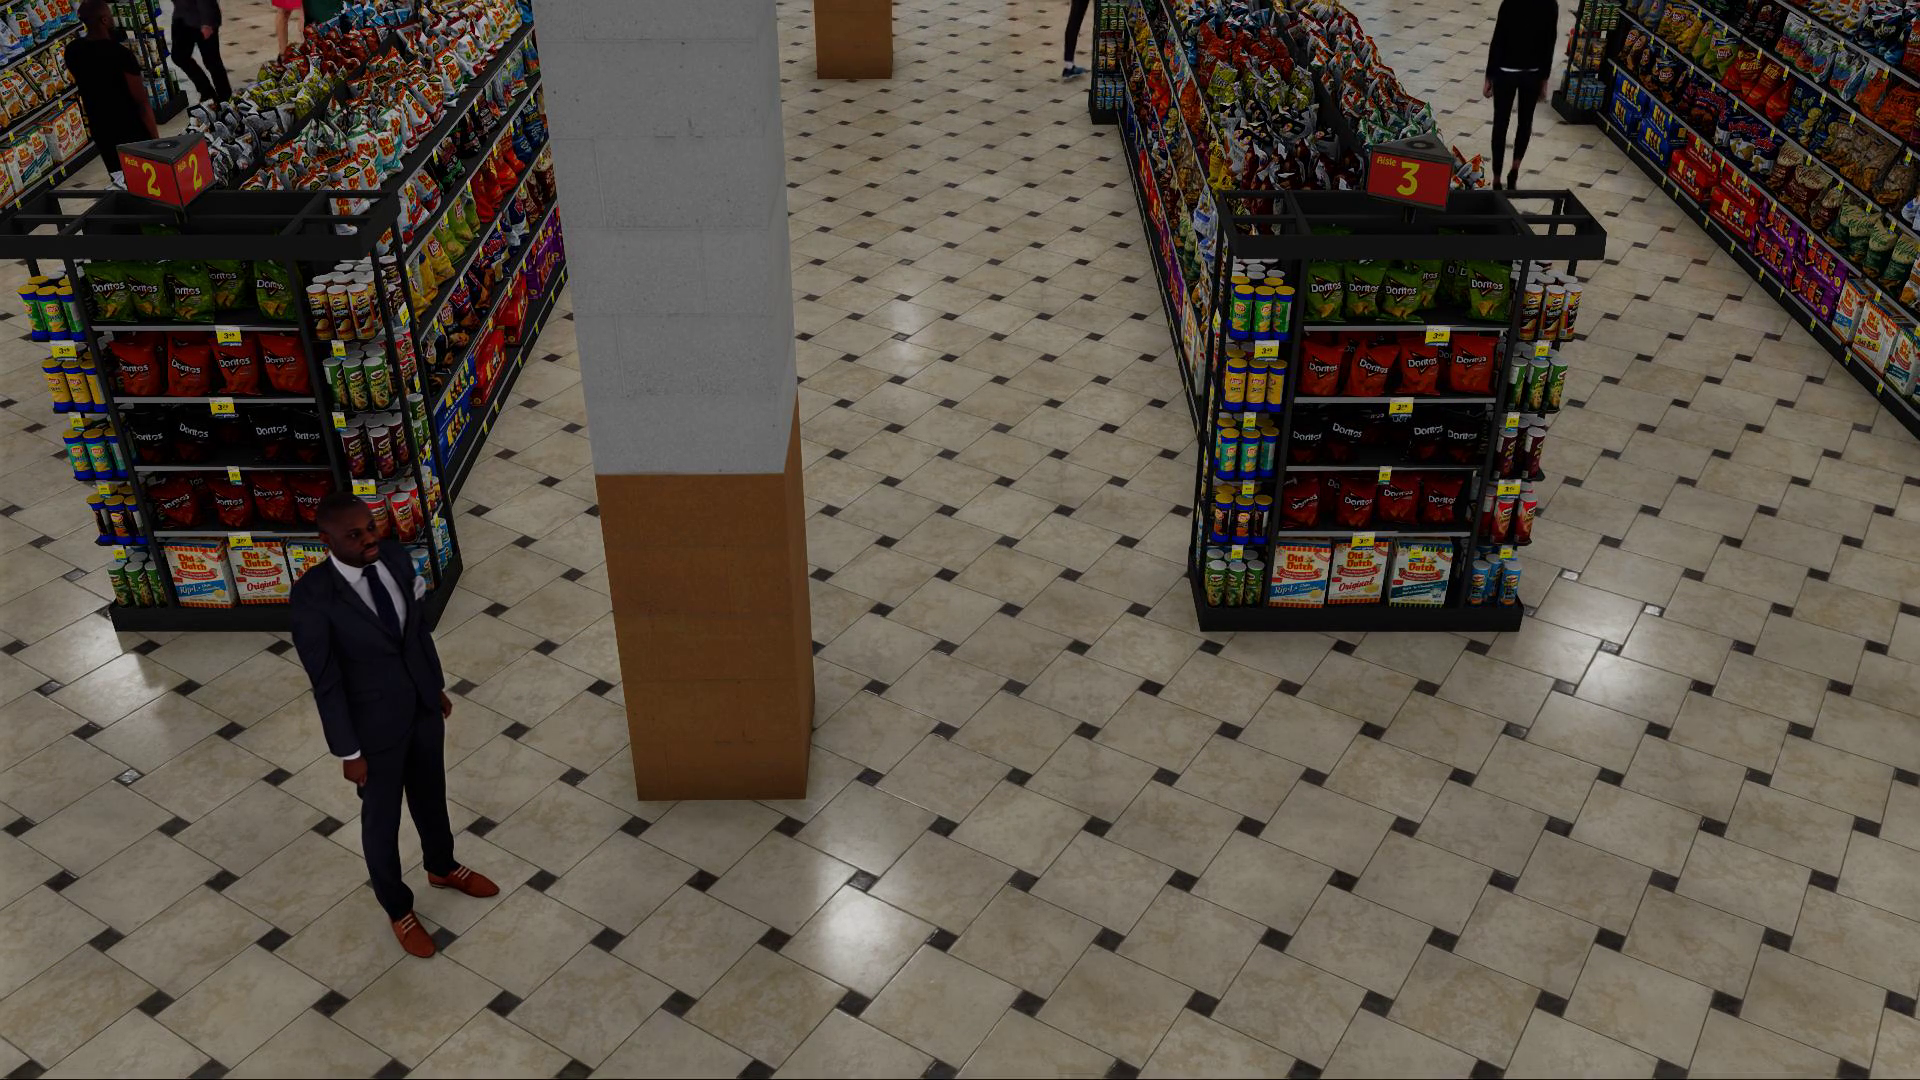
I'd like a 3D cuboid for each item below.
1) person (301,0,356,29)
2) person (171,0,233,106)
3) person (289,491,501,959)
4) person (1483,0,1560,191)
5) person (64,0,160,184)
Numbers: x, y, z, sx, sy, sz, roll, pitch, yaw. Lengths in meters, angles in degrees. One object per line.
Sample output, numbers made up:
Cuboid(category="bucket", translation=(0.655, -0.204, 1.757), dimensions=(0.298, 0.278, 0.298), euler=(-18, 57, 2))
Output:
Cuboid(category="person", translation=(-5.216, -4.283, 13.785), dimensions=(0.758, 1.819, 1.050), euler=(4, 32, 6))
Cuboid(category="person", translation=(-6.437, -4.432, 14.033), dimensions=(0.833, 1.811, 0.820), euler=(24, 39, 34))
Cuboid(category="person", translation=(-2.029, 0.625, 5.893), dimensions=(0.844, 1.824, 0.714), euler=(15, 35, 23))
Cuboid(category="person", translation=(4.112, -3.326, 12.238), dimensions=(0.686, 1.828, 0.773), euler=(6, 32, 9))
Cuboid(category="person", translation=(-5.725, -2.757, 11.336), dimensions=(0.704, 1.815, 0.631), euler=(6, 32, 9))
